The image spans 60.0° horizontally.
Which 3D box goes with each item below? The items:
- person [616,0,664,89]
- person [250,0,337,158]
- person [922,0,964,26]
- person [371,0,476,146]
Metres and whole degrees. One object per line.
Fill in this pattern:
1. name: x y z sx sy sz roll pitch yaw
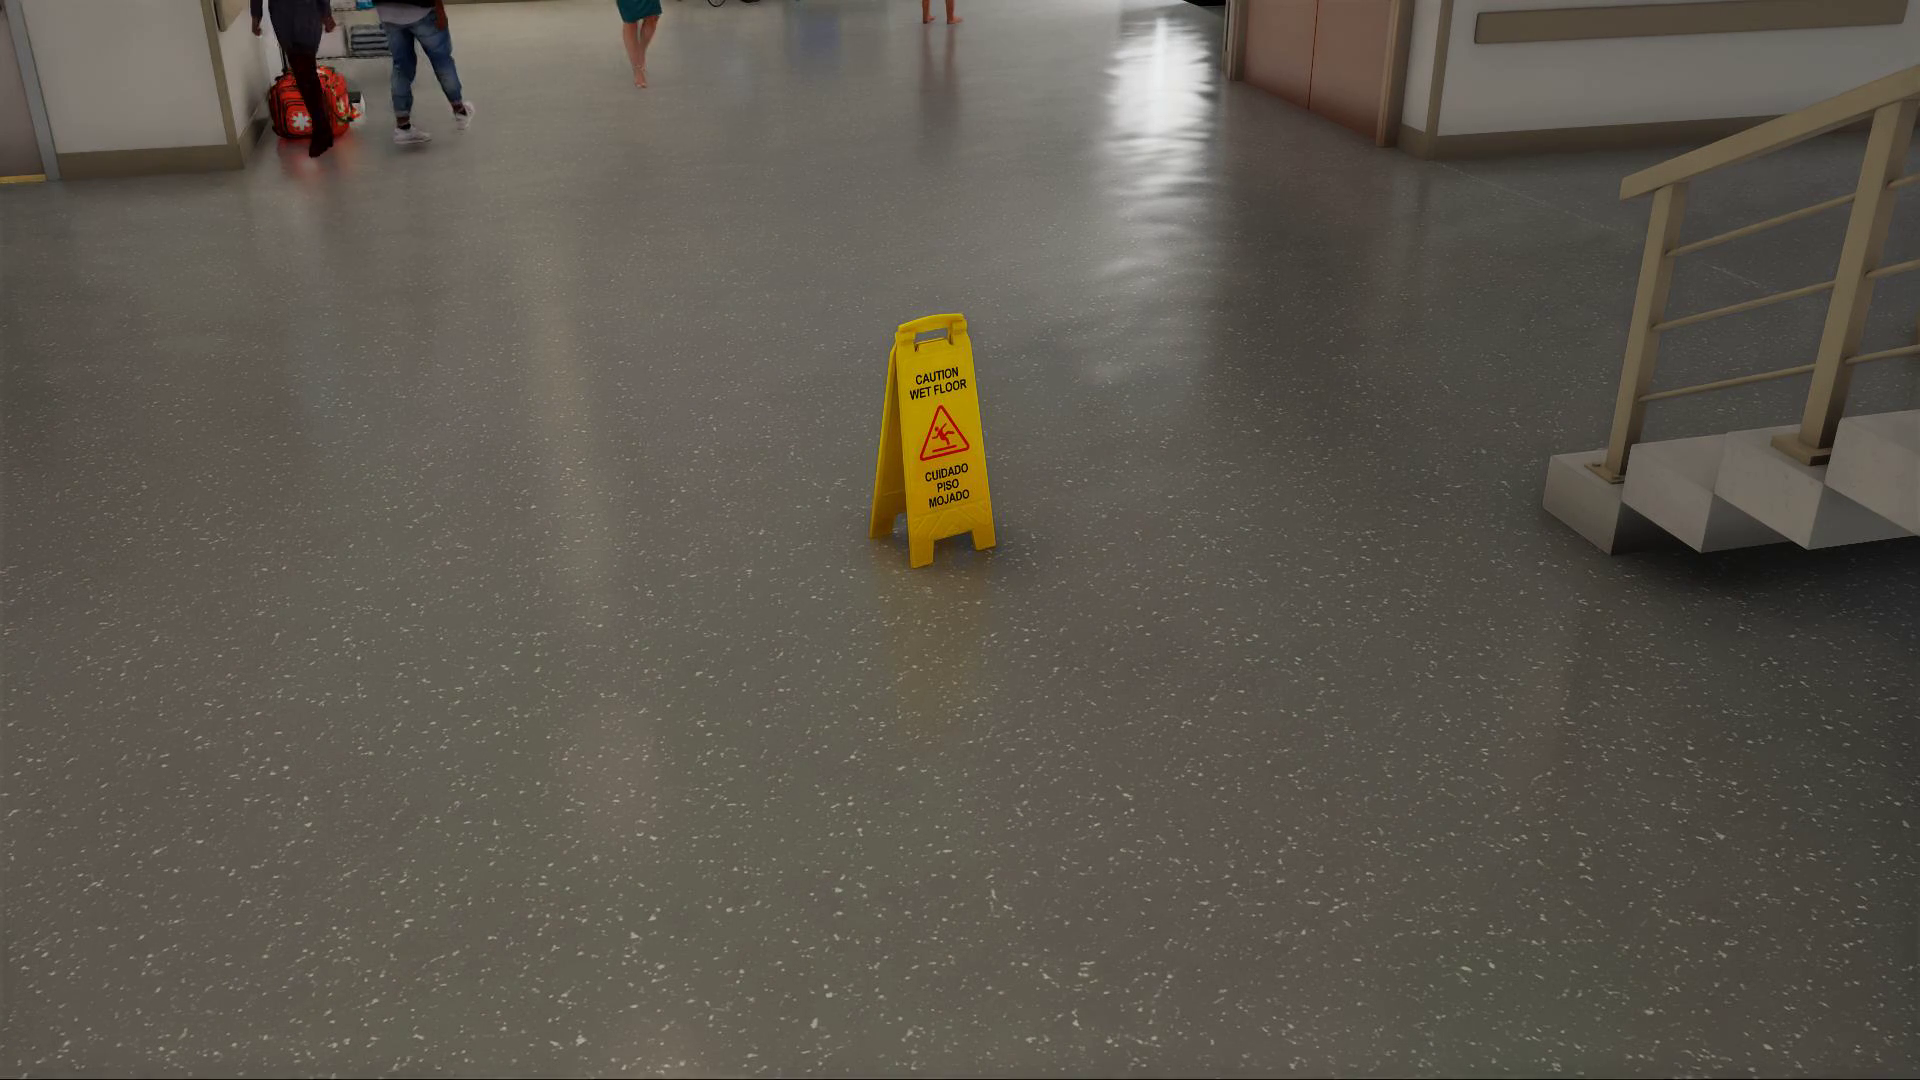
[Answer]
1. person: -2.493 -4.249 12.473 0.641 1.674 0.719 -15 29 -28
2. person: -4.133 -3.302 10.479 0.719 1.699 0.772 6 26 12
3. person: -0.210 -5.583 15.402 0.663 1.533 0.710 12 28 23
4. person: -3.588 -3.394 10.610 1.080 1.752 1.226 8 27 17
